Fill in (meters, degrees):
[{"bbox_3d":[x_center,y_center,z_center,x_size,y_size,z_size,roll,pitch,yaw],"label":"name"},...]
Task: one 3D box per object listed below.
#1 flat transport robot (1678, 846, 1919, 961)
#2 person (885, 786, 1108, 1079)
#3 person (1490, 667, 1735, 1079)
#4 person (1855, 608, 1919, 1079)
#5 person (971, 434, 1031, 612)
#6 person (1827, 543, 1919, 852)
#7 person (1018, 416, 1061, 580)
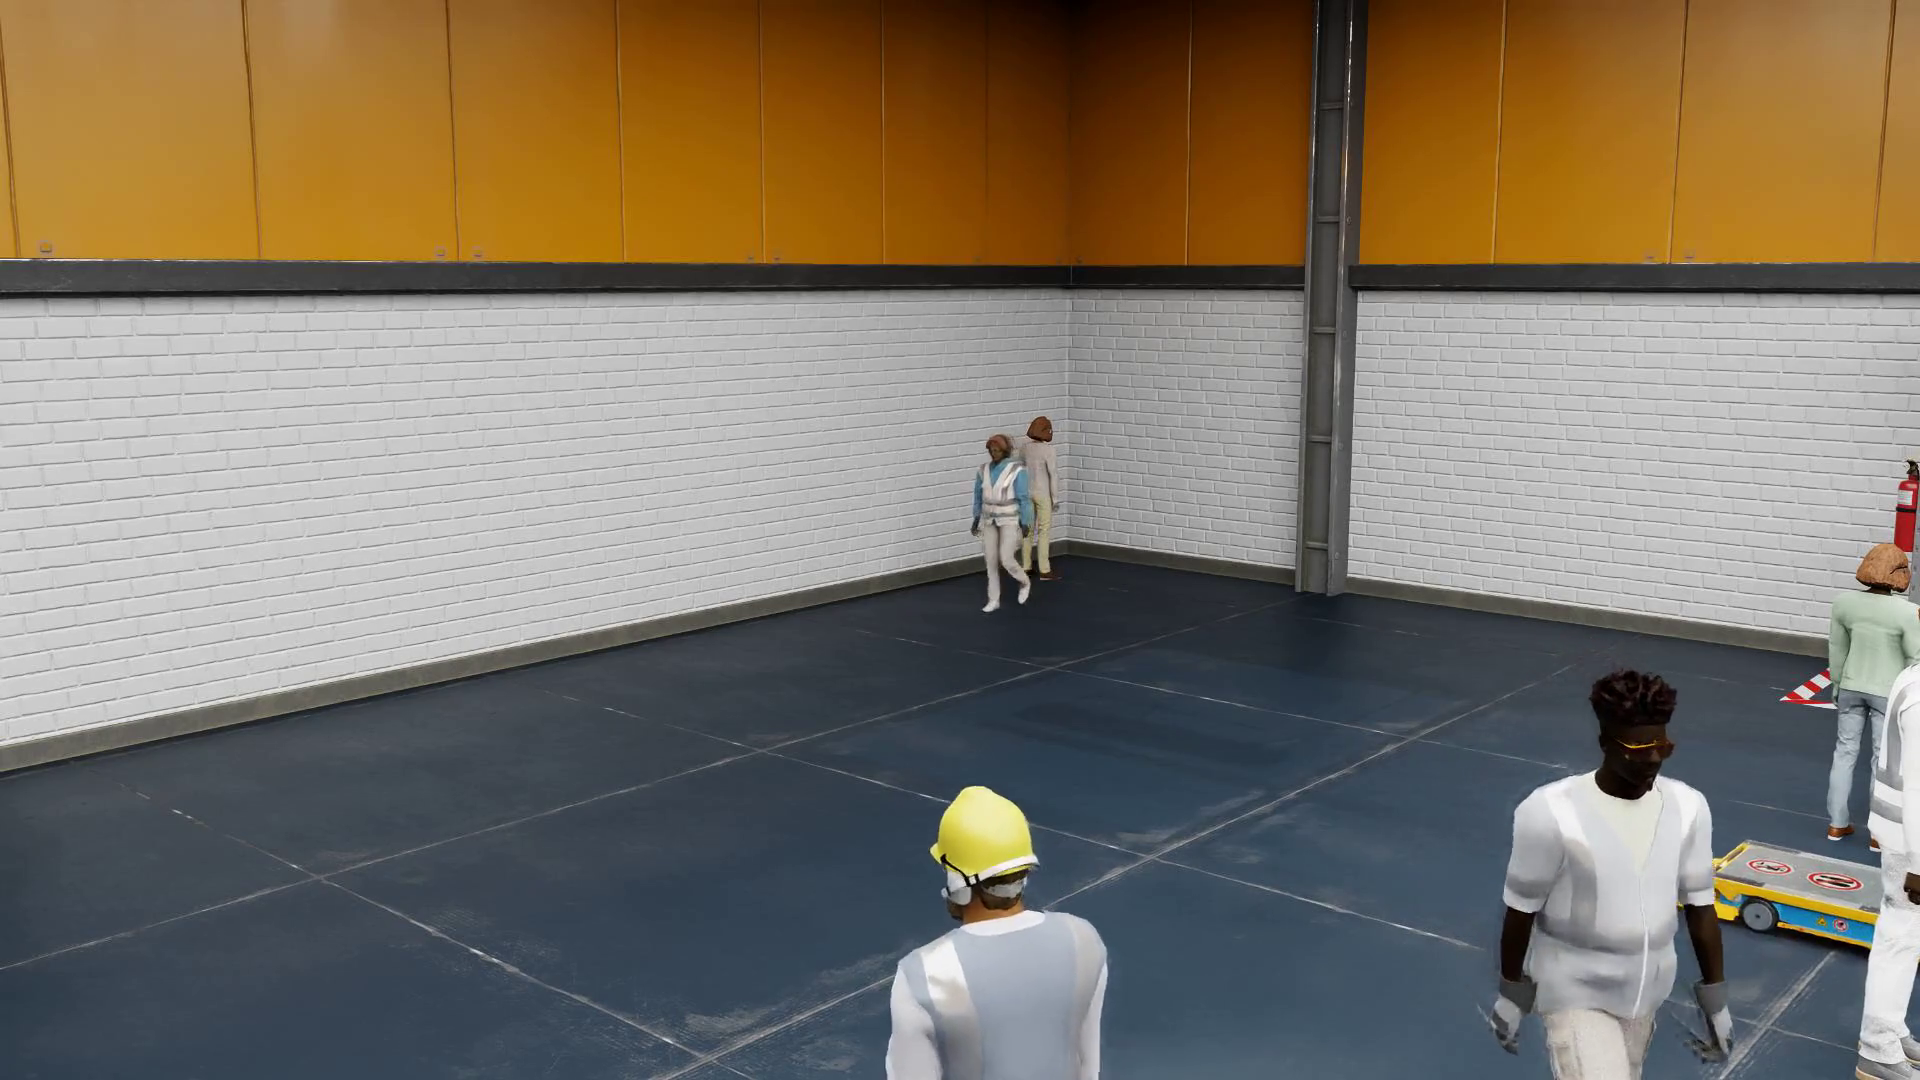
[{"bbox_3d":[4.127,1.684,7.682,1.431,0.197,0.652,8,12,41],"label":"flat transport robot"},{"bbox_3d":[0.074,1.489,4.051,0.611,1.826,0.534,-5,10,-29],"label":"person"},{"bbox_3d":[1.931,1.321,4.800,0.633,1.911,0.984,-2,9,-14],"label":"person"},{"bbox_3d":[3.577,1.119,6.203,0.338,1.882,0.575,5,10,30],"label":"person"},{"bbox_3d":[0.394,-0.155,14.996,0.538,1.624,0.427,7,11,37],"label":"person"},{"bbox_3d":[4.841,0.826,8.802,0.285,1.633,0.499,-6,11,-32],"label":"person"},{"bbox_3d":[0.792,-0.419,16.623,0.264,1.632,0.507,-9,13,-44],"label":"person"}]
